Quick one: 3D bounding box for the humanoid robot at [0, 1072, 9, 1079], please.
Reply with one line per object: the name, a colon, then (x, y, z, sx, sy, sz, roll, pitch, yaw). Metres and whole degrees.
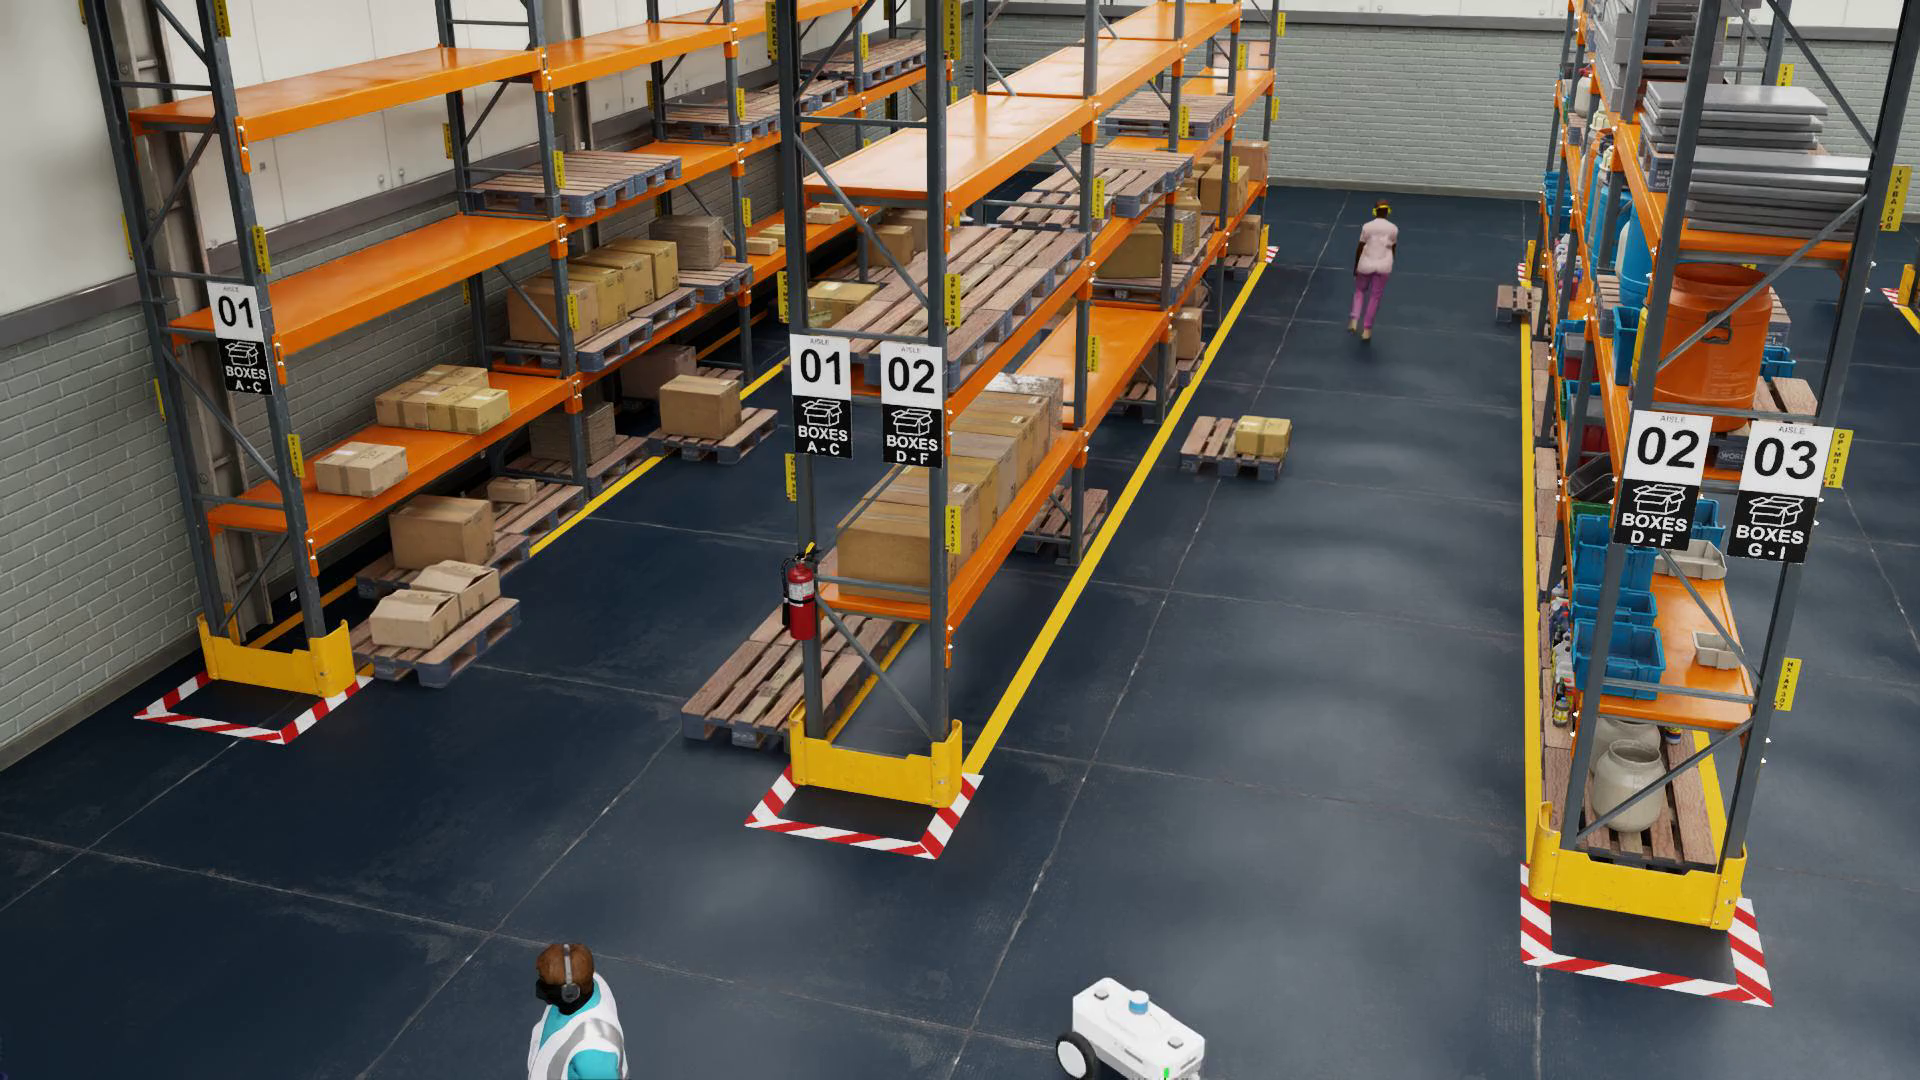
humanoid robot: (-4.265, 2.606, 7.365, 0.480, 1.644, 0.607, -12, 26, -25)

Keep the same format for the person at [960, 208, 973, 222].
person: (-0.073, -6.116, 27.602, 0.692, 1.655, 0.345, 6, 24, 14)

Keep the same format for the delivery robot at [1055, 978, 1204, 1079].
delivery robot: (0.904, 2.629, 8.729, 0.499, 0.606, 0.781, -20, 30, -38)

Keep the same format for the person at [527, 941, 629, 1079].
person: (-1.657, 2.538, 7.301, 0.430, 1.845, 0.619, -8, 25, -18)

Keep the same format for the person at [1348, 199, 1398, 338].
person: (5.315, -3.491, 21.363, 0.494, 1.774, 0.496, 7, 24, 15)
